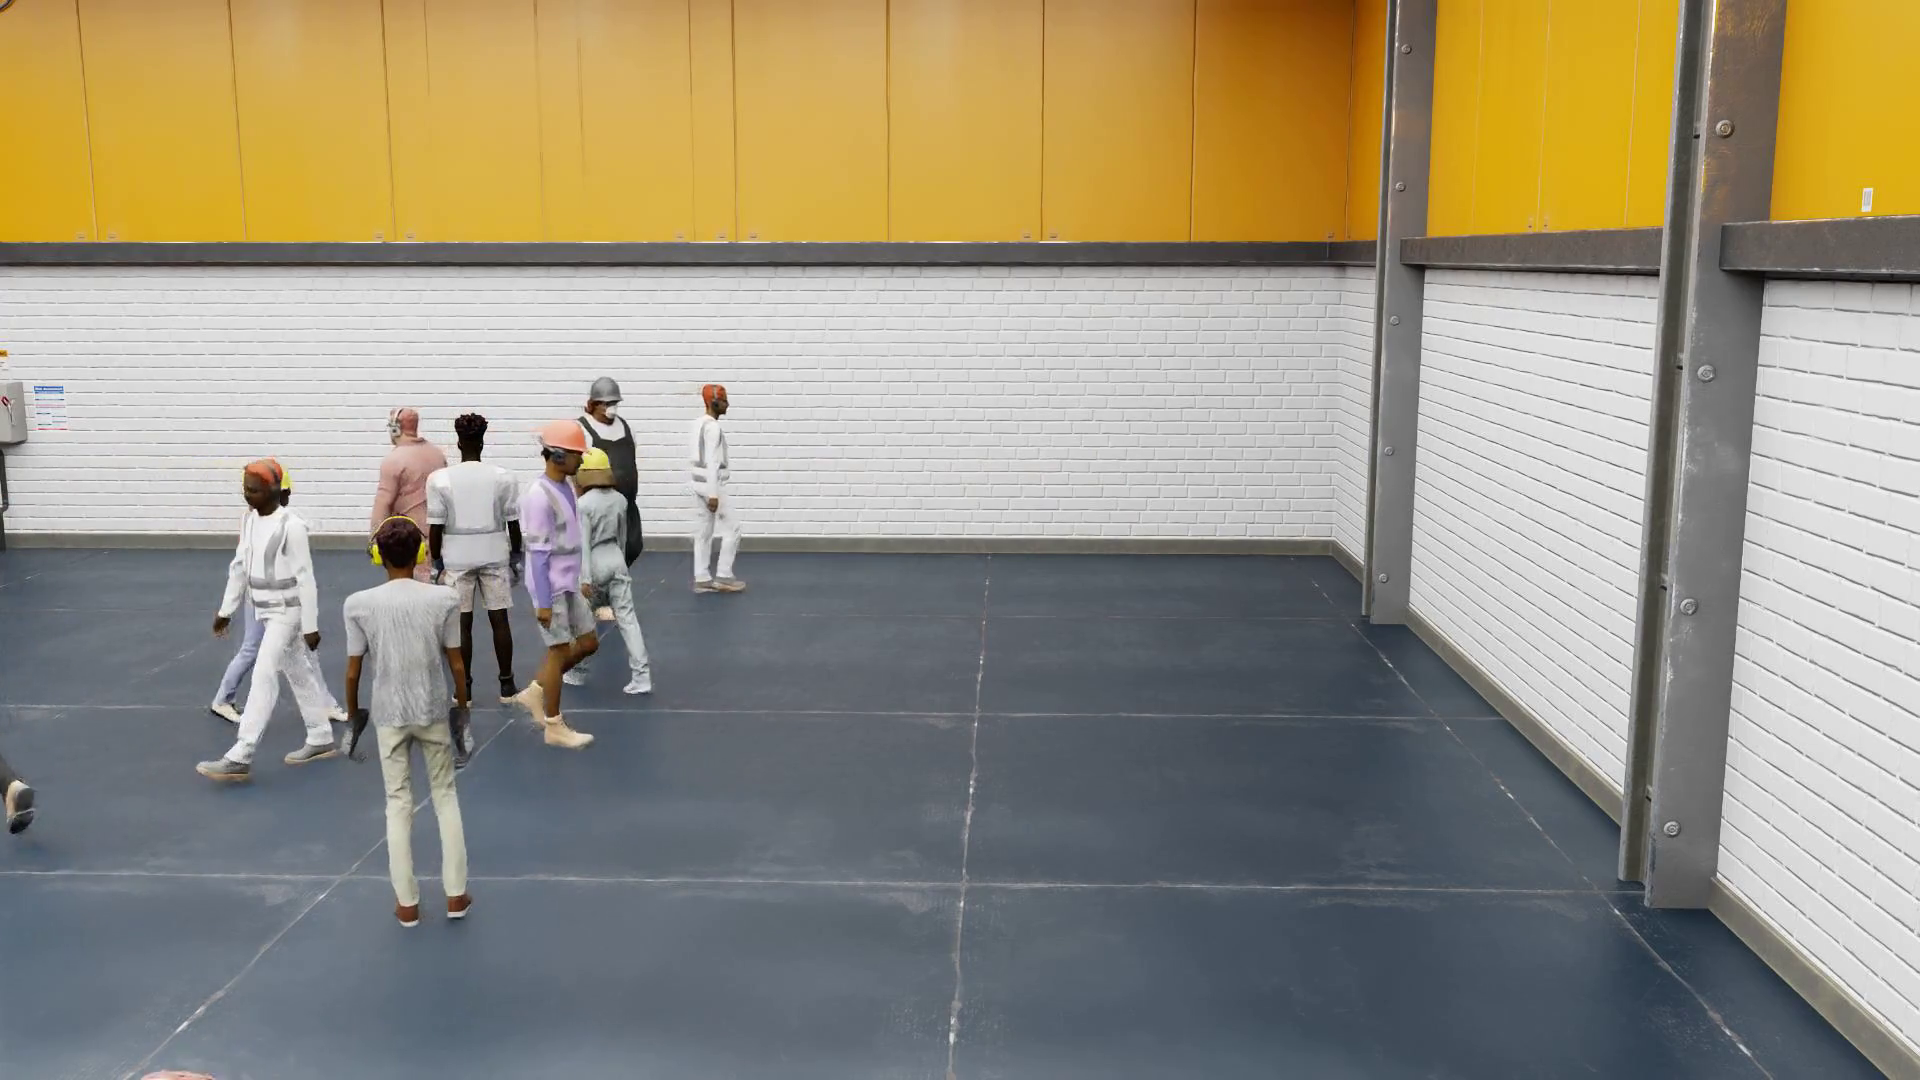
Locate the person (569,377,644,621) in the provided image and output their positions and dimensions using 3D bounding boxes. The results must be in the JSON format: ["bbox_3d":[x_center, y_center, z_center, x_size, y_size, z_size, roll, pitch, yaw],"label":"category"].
[{"bbox_3d":[-2.907,-0.352,13.700,0.688,2.000,0.548,-9,13,-44],"label":"person"}]

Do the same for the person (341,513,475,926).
[{"bbox_3d":[-2.473,0.807,7.425,0.565,1.869,0.359,-3,10,-19],"label":"person"}]

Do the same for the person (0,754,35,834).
[{"bbox_3d":[-5.129,0.664,8.390,0.744,1.827,0.525,3,10,19],"label":"person"}]

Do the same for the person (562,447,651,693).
[{"bbox_3d":[-2.462,0.206,11.448,0.916,1.690,0.500,7,12,36],"label":"person"}]

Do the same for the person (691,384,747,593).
[{"bbox_3d":[-2.118,-0.453,14.786,0.606,1.864,0.612,-4,10,-22],"label":"person"}]

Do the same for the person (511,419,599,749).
[{"bbox_3d":[-2.443,0.275,10.075,0.493,2.021,0.635,1,10,5],"label":"person"}]

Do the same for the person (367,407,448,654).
[{"bbox_3d":[-4.222,-0.073,12.586,0.976,1.852,0.676,3,10,17],"label":"person"}]

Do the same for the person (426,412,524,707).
[{"bbox_3d":[-3.223,0.132,11.084,0.614,1.963,0.361,-4,10,-20],"label":"person"}]

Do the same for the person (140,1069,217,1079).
[{"bbox_3d":[-1.054,1.654,2.384,0.675,1.889,0.426,1,10,7],"label":"person"}]

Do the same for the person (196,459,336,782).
[{"bbox_3d":[-4.038,0.458,9.557,0.936,1.834,0.606,-9,13,-44],"label":"person"}]

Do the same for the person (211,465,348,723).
[{"bbox_3d":[-4.399,0.348,10.582,0.914,1.713,0.542,1,10,7],"label":"person"}]
